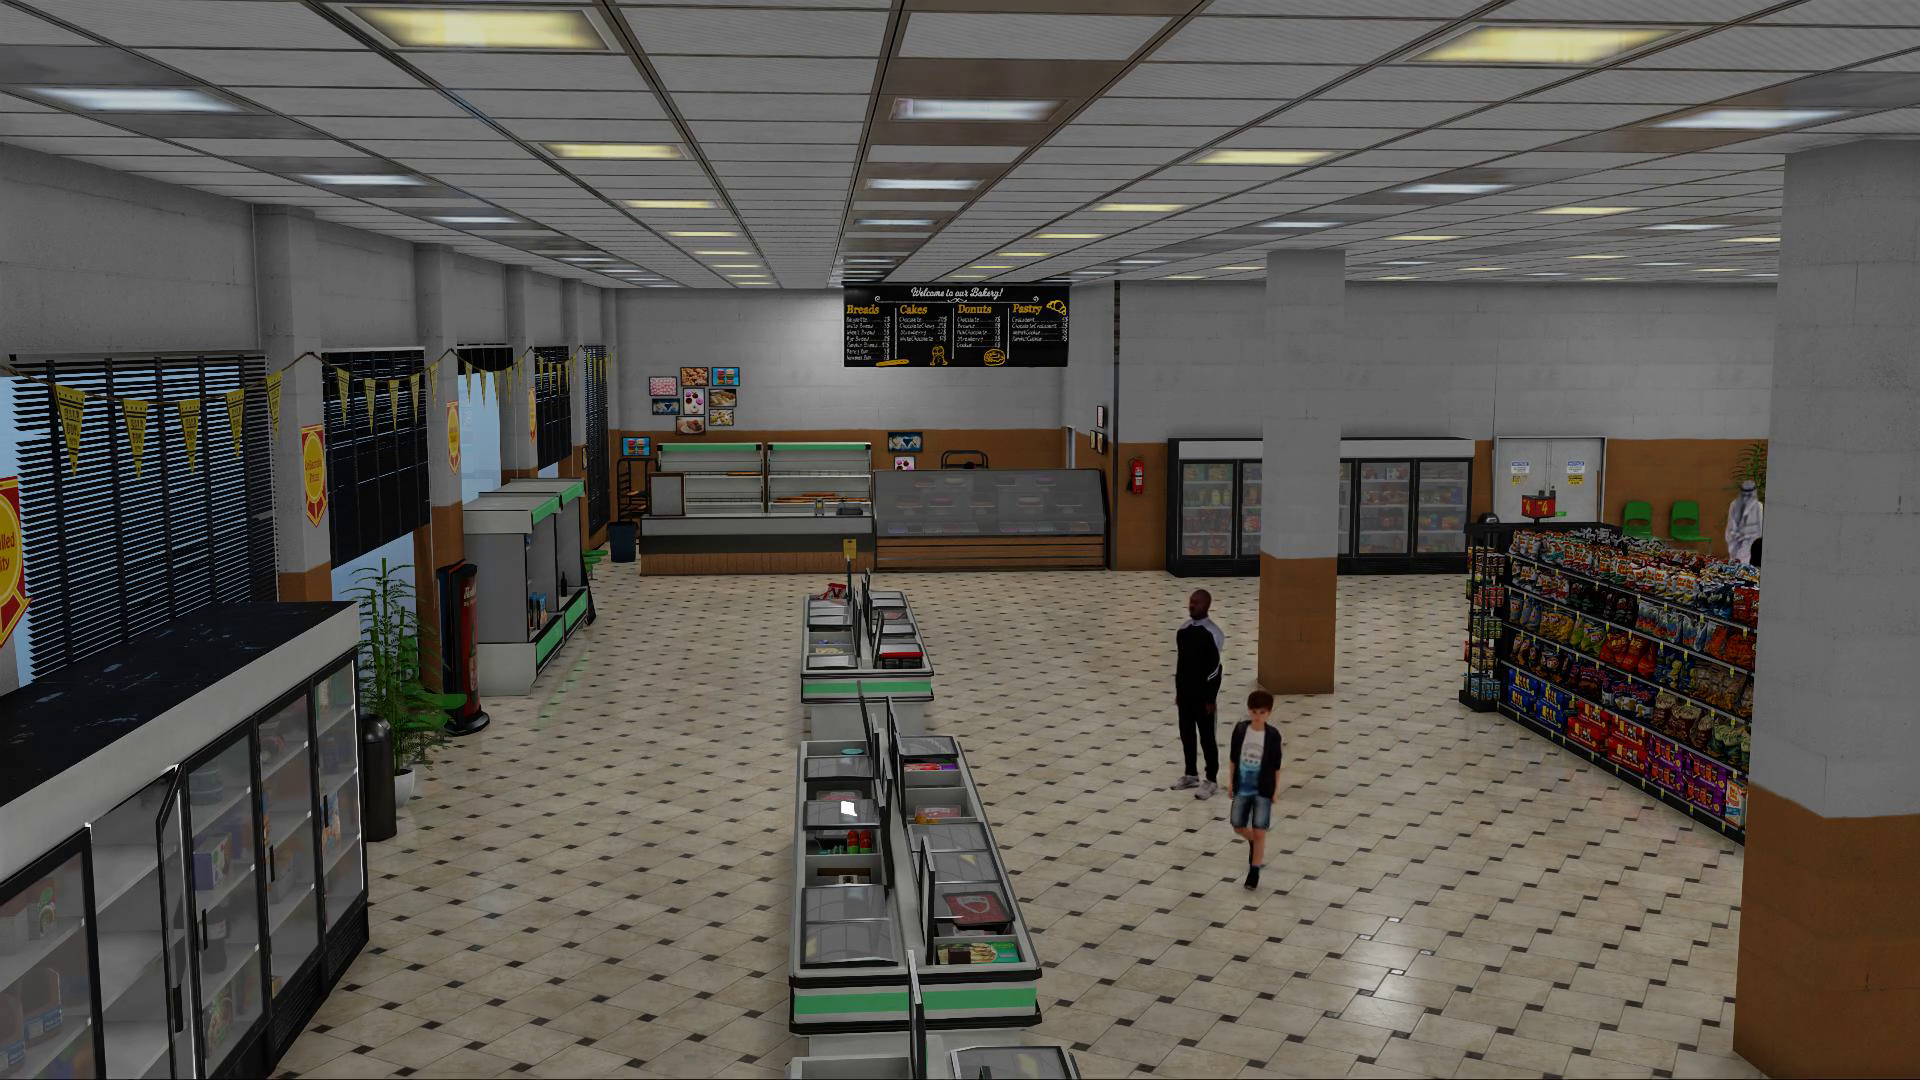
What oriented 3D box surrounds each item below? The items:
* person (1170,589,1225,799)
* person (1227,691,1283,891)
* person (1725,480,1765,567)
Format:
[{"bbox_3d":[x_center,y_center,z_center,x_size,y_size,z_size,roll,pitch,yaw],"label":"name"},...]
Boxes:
[{"bbox_3d":[2.121,1.330,14.733,0.796,1.824,0.667,-5,8,-34],"label":"person"},{"bbox_3d":[2.181,1.818,12.313,0.790,1.437,0.933,3,8,24],"label":"person"},{"bbox_3d":[11.639,0.076,24.740,0.933,1.913,0.884,-6,9,-39],"label":"person"}]
